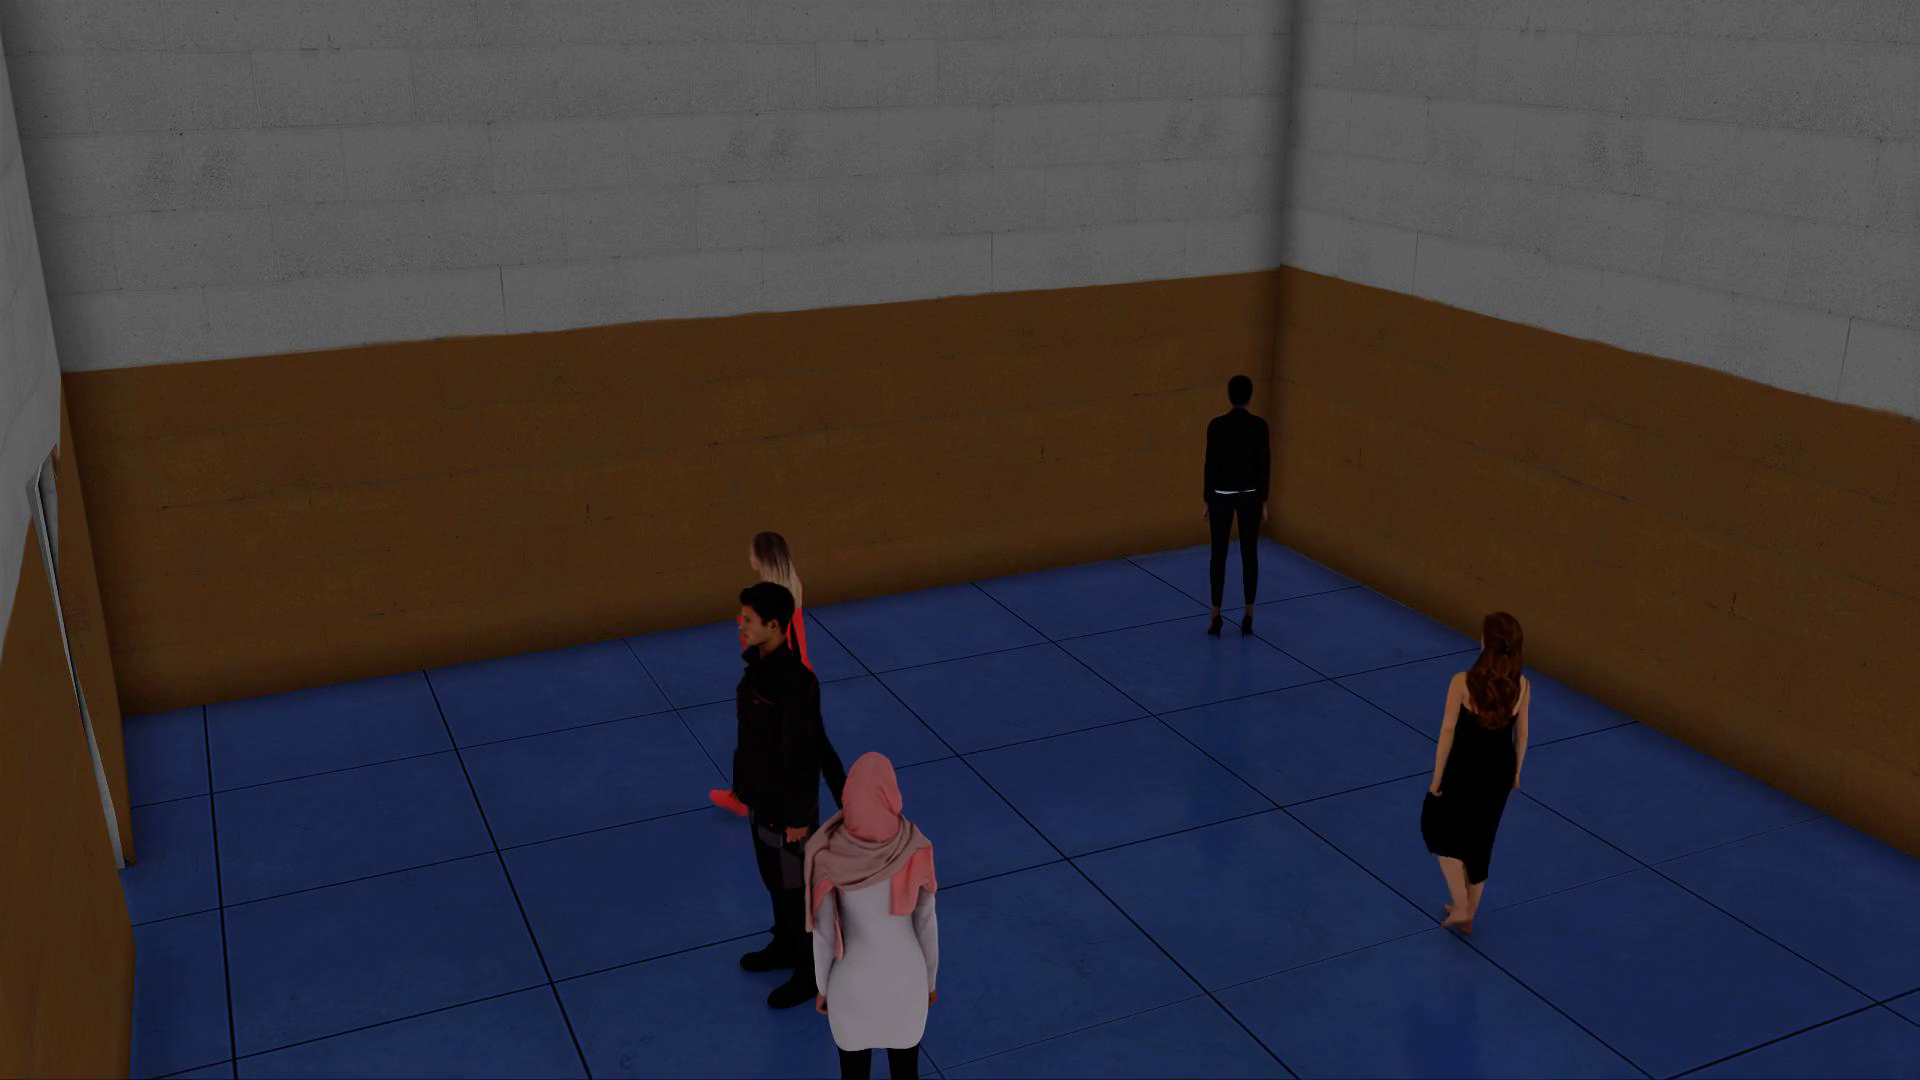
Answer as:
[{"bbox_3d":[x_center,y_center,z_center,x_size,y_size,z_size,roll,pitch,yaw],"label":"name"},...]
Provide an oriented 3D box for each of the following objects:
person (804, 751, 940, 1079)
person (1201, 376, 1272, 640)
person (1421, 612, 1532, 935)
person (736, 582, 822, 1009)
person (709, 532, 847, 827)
[{"bbox_3d":[-0.298,1.588,5.988,0.650,1.804,0.770,-1,19,-4],"label":"person"},{"bbox_3d":[1.871,-0.219,11.298,0.622,1.836,0.739,2,19,5],"label":"person"},{"bbox_3d":[2.403,1.128,7.652,0.723,1.613,0.779,-1,19,-3],"label":"person"},{"bbox_3d":[-0.772,1.089,7.250,0.577,1.944,0.694,-9,21,-25],"label":"person"},{"bbox_3d":[-0.843,0.792,8.592,1.056,1.650,1.188,13,22,33],"label":"person"}]
